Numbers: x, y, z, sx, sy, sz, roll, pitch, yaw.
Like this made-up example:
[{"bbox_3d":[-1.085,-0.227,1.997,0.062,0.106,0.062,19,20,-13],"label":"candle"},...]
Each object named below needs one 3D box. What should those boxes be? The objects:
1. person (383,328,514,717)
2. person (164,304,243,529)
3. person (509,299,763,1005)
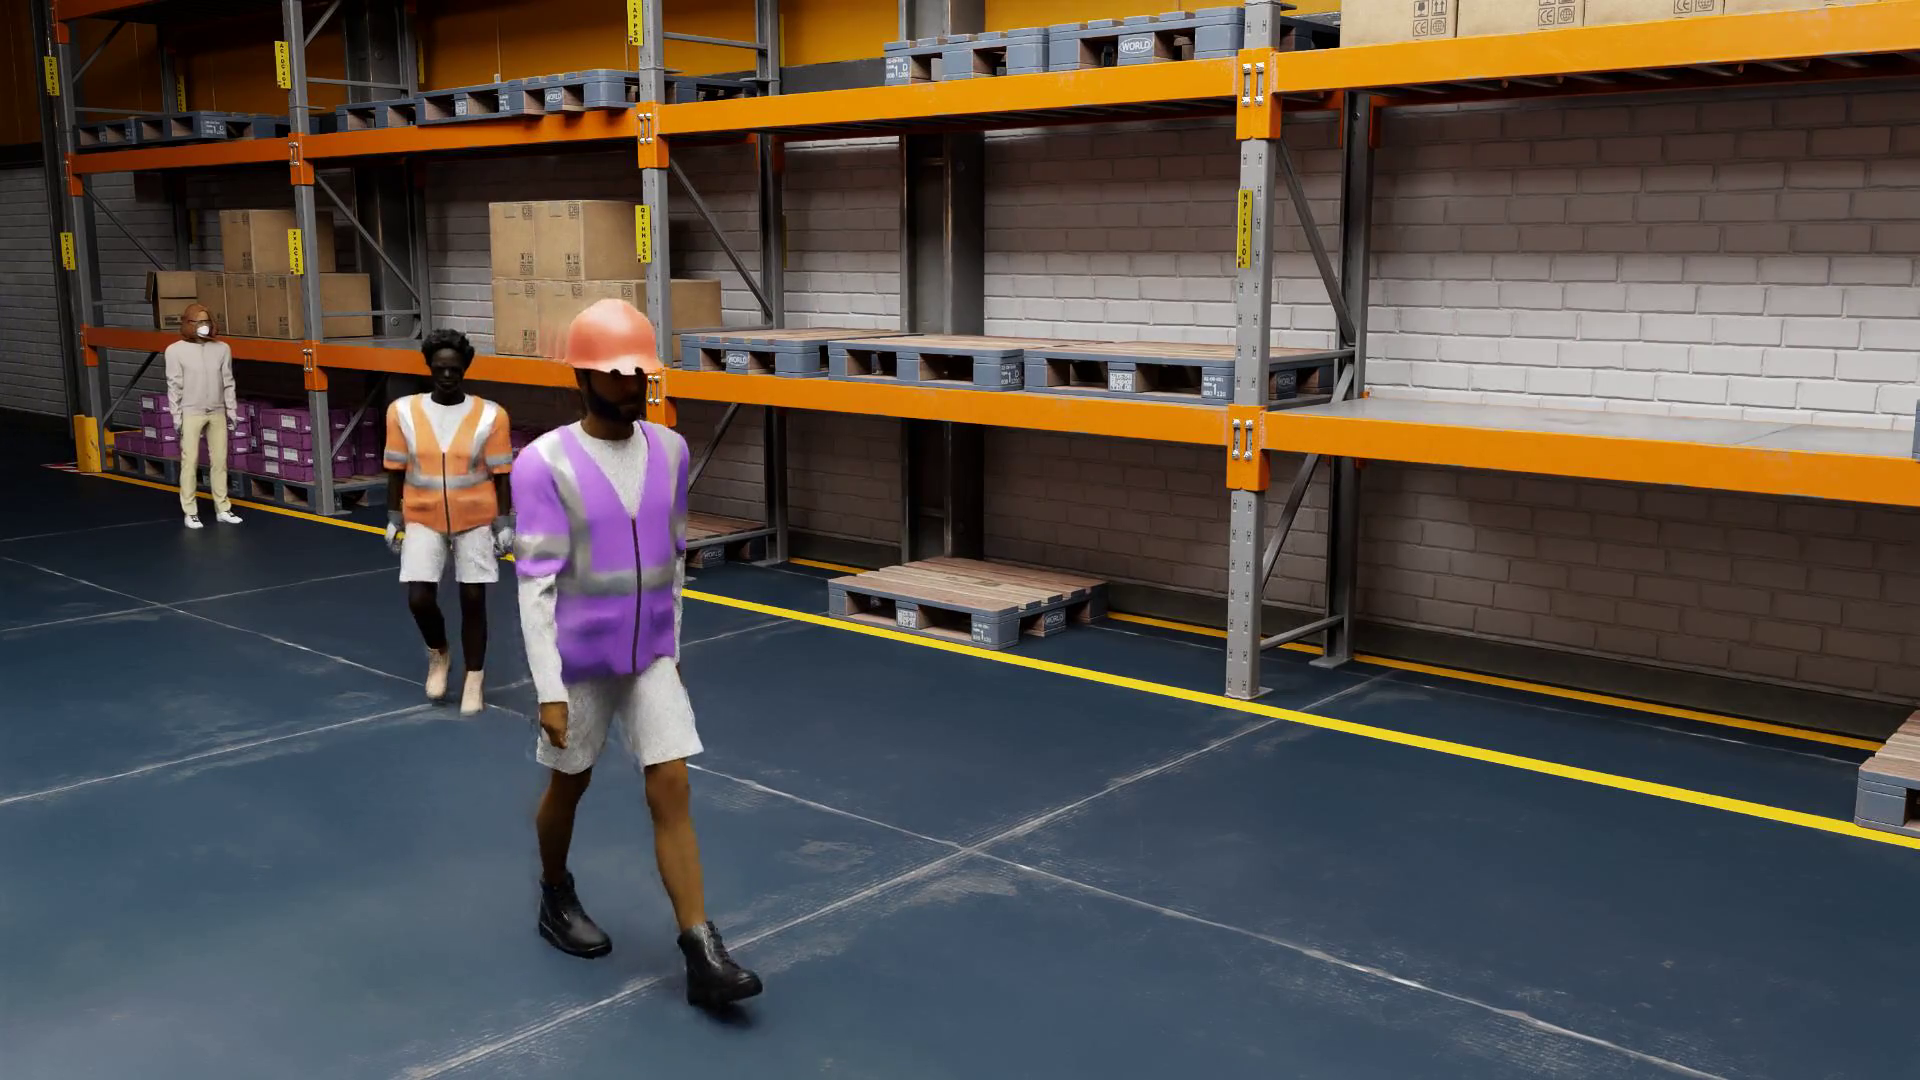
[{"bbox_3d":[-2.189,-0.069,7.153,0.561,1.683,0.363,-2,10,-11],"label":"person"},{"bbox_3d":[-5.498,-0.898,12.086,0.284,1.626,0.504,7,12,36],"label":"person"},{"bbox_3d":[-0.924,0.303,4.487,0.567,1.881,0.990,-9,13,-40],"label":"person"}]
